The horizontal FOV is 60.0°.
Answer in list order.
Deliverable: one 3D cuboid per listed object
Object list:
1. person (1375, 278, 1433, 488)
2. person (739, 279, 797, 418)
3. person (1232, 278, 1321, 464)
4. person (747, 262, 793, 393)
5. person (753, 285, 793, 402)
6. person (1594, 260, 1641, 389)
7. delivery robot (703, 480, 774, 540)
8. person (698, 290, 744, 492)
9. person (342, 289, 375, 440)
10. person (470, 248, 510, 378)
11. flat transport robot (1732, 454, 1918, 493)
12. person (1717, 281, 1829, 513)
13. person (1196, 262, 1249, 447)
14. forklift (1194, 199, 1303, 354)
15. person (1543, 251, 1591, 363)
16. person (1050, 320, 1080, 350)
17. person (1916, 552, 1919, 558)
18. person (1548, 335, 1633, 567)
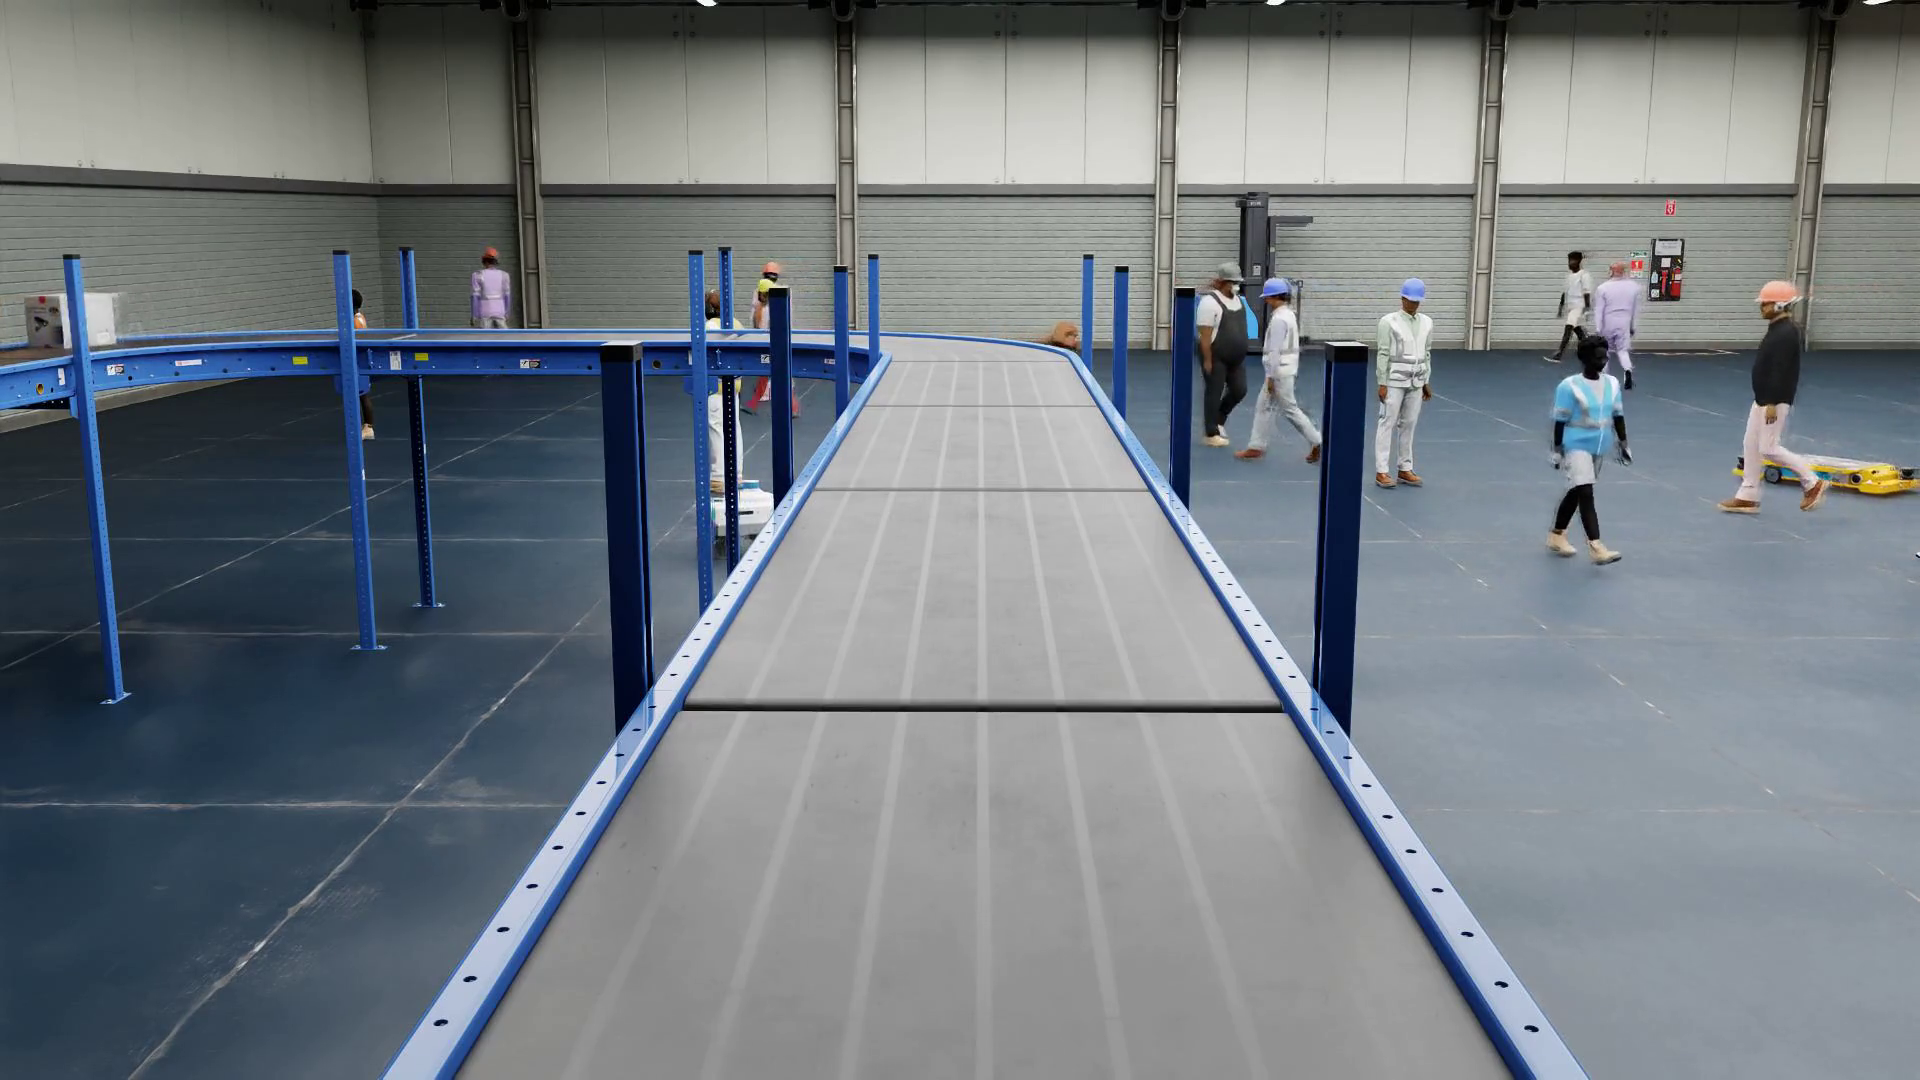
[{"bbox_3d":[4.153,-1.466,15.529,0.605,1.937,0.412,-5,12,-23],"label":"person"},{"bbox_3d":[-2.444,-2.368,20.710,0.901,1.723,0.545,1,11,7],"label":"person"},{"bbox_3d":[3.335,-1.722,16.977,0.981,1.899,0.615,3,11,16],"label":"person"},{"bbox_3d":[-2.630,-2.934,23.246,0.643,1.878,1.014,-8,13,-34],"label":"person"},{"bbox_3d":[-2.575,-2.723,22.808,0.658,1.614,0.522,-8,14,-37],"label":"person"},{"bbox_3d":[9.444,-3.077,23.935,0.654,1.885,0.709,0,11,1],"label":"person"},{"bbox_3d":[-1.558,-0.207,12.488,0.707,0.478,0.477,-4,12,-19],"label":"delivery robot"},{"bbox_3d":[-2.226,-1.373,15.294,0.429,1.841,0.634,6,12,26],"label":"person"},{"bbox_3d":[-6.816,-1.987,18.816,0.316,1.698,0.541,-4,12,-19],"label":"person"},{"bbox_3d":[-7.344,-3.547,26.062,0.671,2.016,0.569,-7,13,-31],"label":"person"},{"bbox_3d":[8.176,-0.652,15.749,0.652,0.197,1.431,-8,14,-36],"label":"flat transport robot"},{"bbox_3d":[6.909,-1.189,14.017,0.736,1.973,0.621,2,11,12],"label":"person"},{"bbox_3d":[2.890,-2.020,18.215,0.704,2.000,0.541,-9,14,-39],"label":"person"},{"bbox_3d":[5.313,-4.851,30.603,1.873,2.768,1.129,0,11,1],"label":"forklift"},{"bbox_3d":[10.621,-4.030,28.780,1.018,1.912,0.633,-2,11,-11],"label":"person"},{"bbox_3d":[0.870,-1.129,14.638,0.689,1.608,0.507,-4,12,-21],"label":"person"},{"bbox_3d":[7.305,-0.759,11.973,0.411,1.908,0.643,-4,12,-19],"label":"person"},{"bbox_3d":[4.582,-0.653,12.057,0.546,1.644,0.860,-5,12,-22],"label":"person"}]
